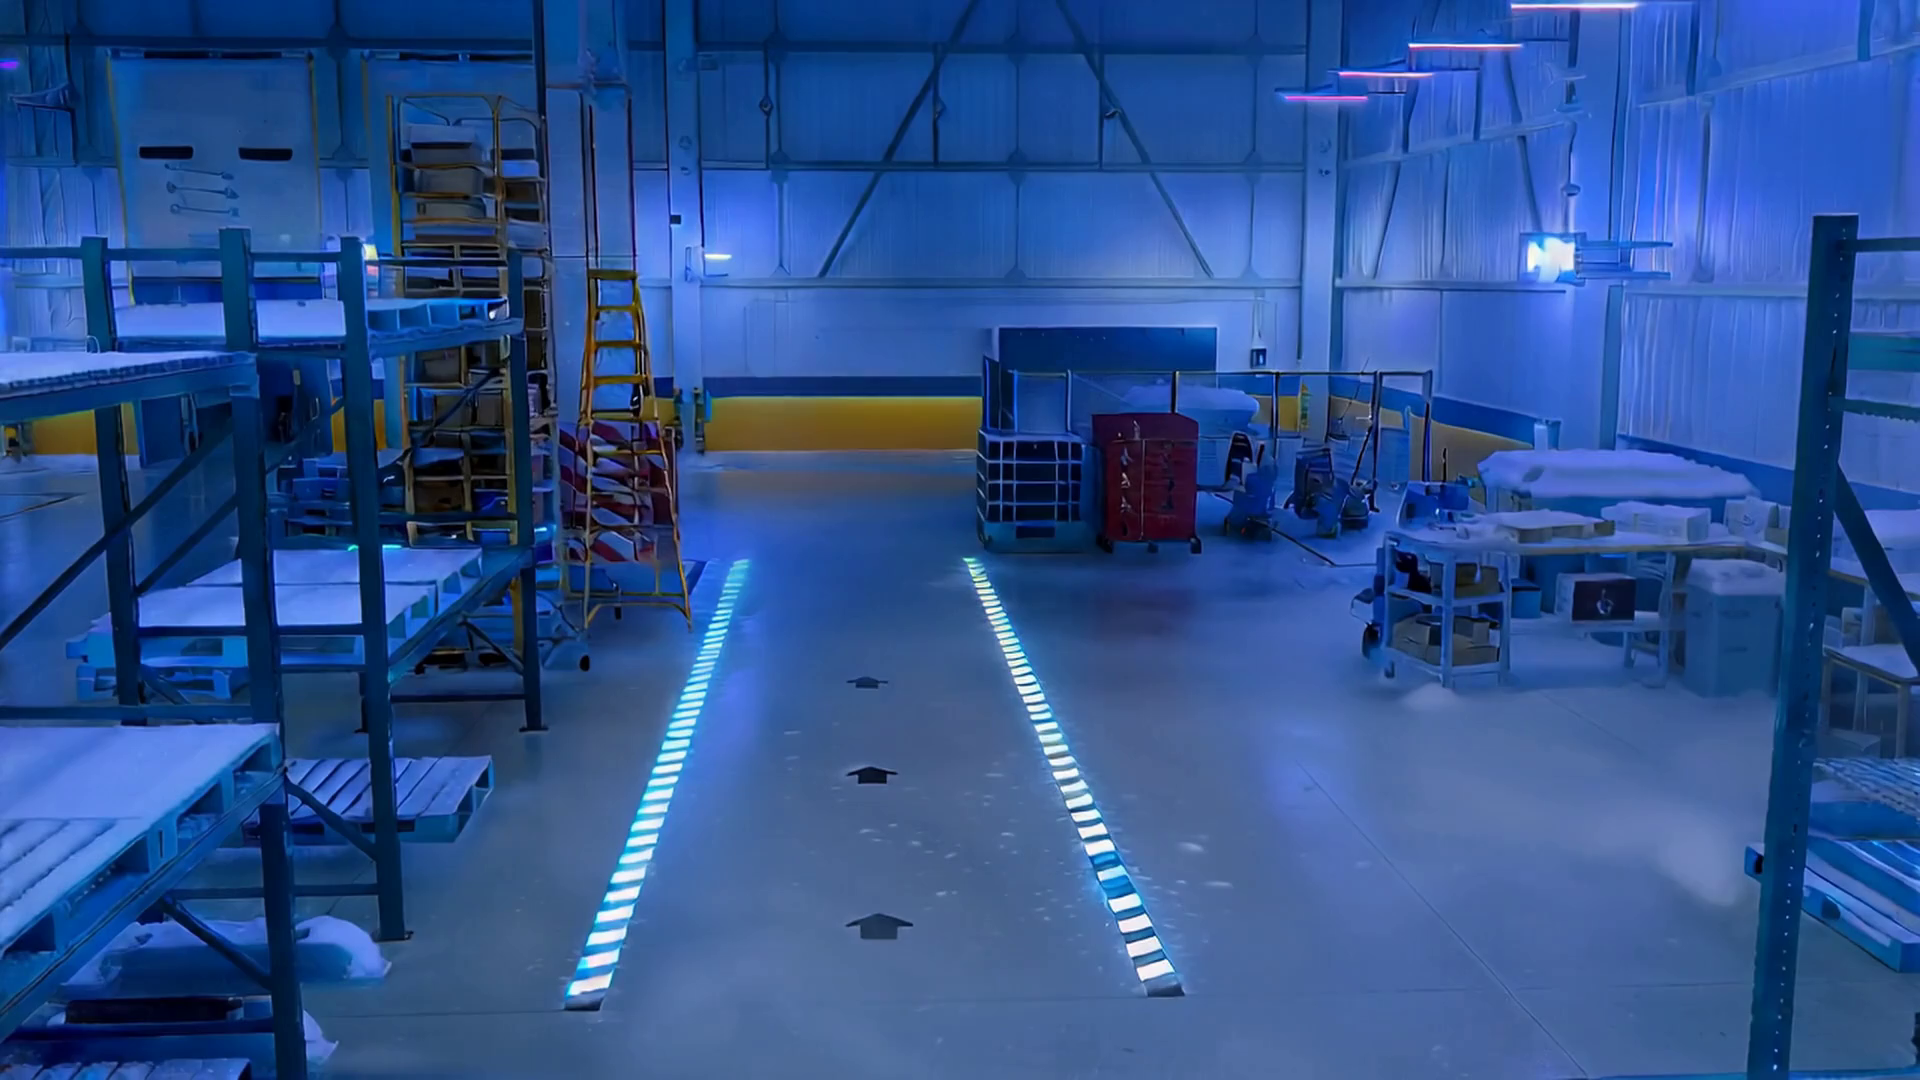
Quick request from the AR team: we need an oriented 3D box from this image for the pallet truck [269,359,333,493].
[{"bbox_3d":[-7.062,-1.131,18.996,1.885,1.965,0.823,2,9,13],"label":"pallet truck"}]
